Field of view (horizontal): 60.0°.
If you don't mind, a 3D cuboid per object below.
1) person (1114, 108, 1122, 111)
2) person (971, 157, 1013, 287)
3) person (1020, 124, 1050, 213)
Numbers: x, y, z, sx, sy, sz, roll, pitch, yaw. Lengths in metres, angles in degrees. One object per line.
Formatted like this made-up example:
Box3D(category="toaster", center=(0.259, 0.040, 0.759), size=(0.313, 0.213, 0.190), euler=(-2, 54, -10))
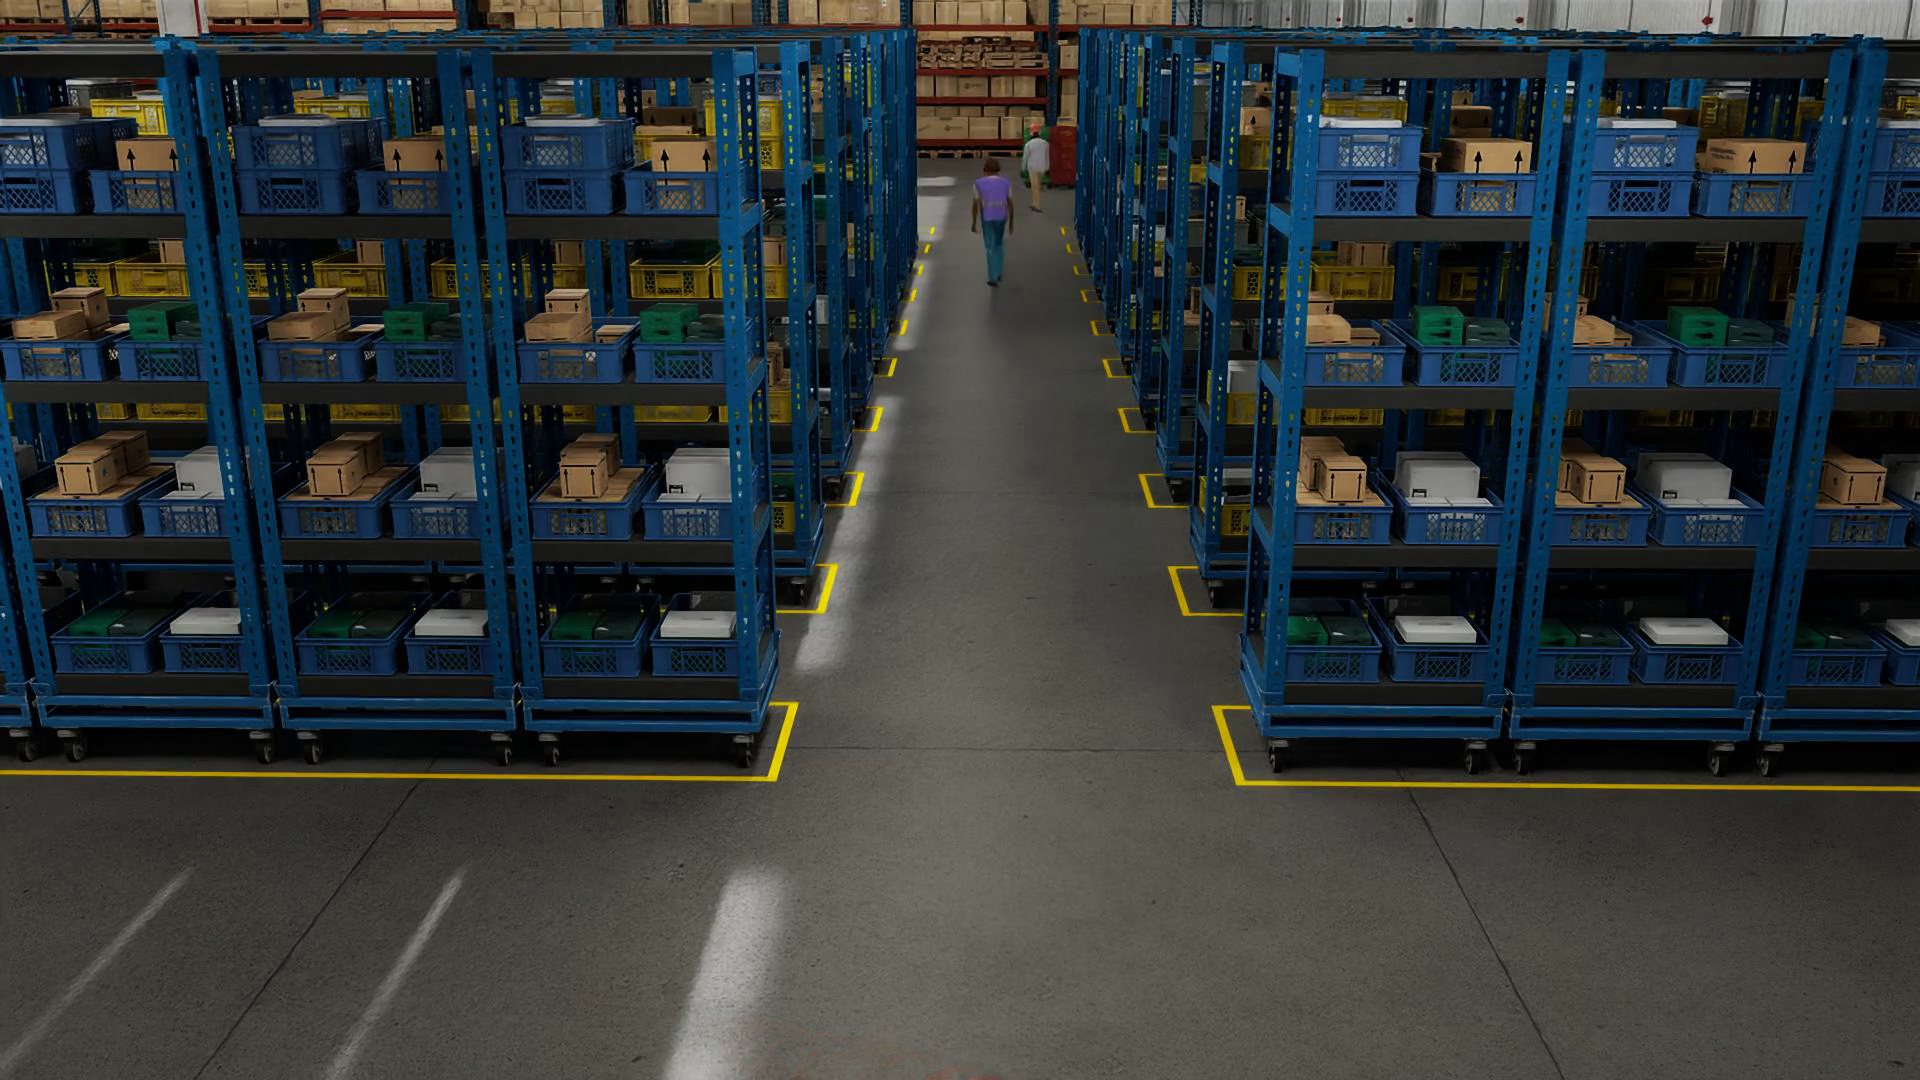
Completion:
Box3D(category="person", center=(3.860, -10.179, 41.784), size=(1.026, 1.845, 0.630), euler=(-16, 24, -42))
Box3D(category="person", center=(0.458, -4.611, 24.099), size=(0.569, 1.805, 0.772), euler=(-6, 18, -18))
Box3D(category="person", center=(1.429, -7.392, 33.087), size=(0.597, 1.720, 0.775), euler=(-12, 21, -33))
